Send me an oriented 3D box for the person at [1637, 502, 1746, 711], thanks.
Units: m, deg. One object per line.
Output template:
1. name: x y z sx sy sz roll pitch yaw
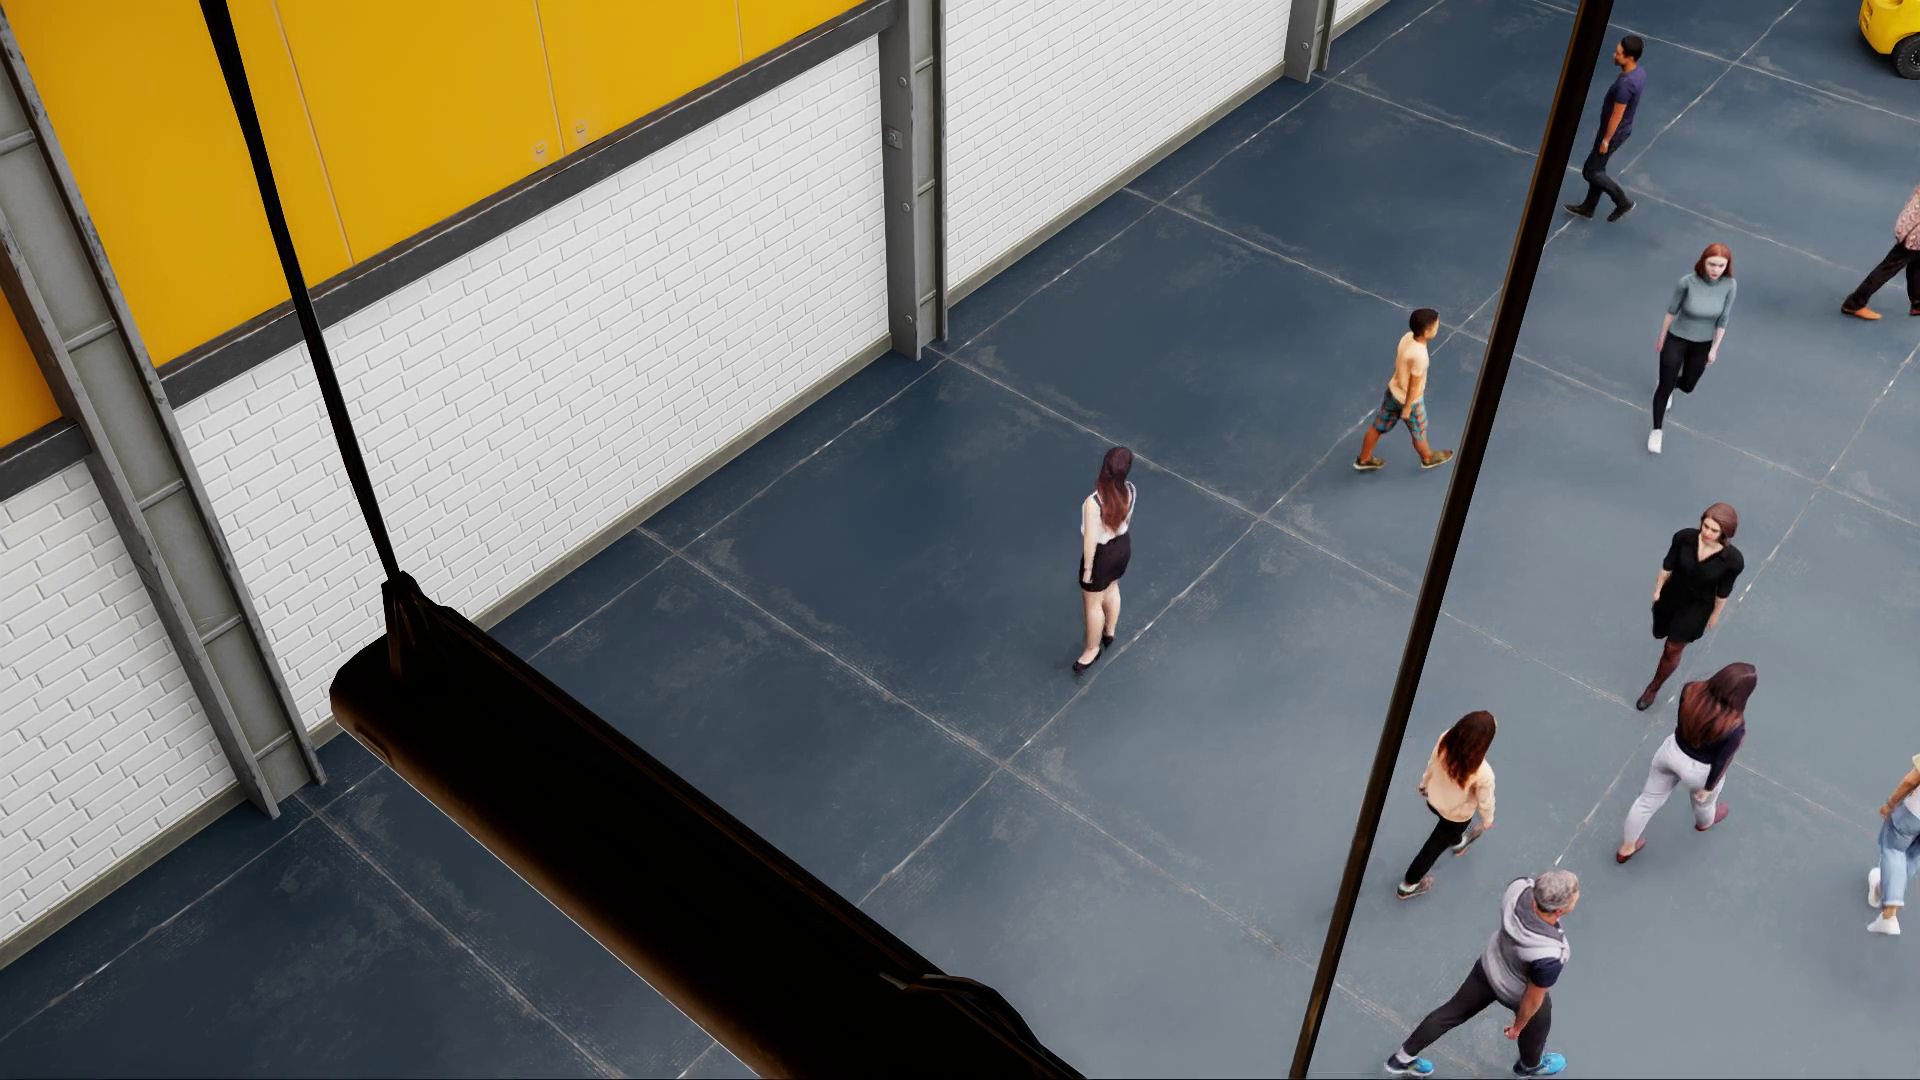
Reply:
1. person: 4.573 0.352 10.387 0.611 1.681 0.898 32 52 29

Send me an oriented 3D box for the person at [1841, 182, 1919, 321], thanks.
1. person: 7.590 -2.507 13.323 0.975 1.770 1.102 16 46 16

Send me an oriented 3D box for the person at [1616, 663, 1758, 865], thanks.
1. person: 4.099 1.309 9.466 1.084 1.566 0.792 -25 49 -24

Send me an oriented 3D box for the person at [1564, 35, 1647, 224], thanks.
1. person: 5.713 -3.486 14.351 0.826 1.771 0.828 20 47 20

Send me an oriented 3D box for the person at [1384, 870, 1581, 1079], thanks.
1. person: 2.658 2.230 8.341 1.297 1.784 1.159 -8 44 -8

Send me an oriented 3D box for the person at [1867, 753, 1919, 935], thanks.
1. person: 5.306 1.576 9.083 0.830 1.709 0.977 12 45 12

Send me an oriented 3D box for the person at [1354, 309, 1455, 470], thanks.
1. person: 3.148 -1.042 12.032 1.013 1.430 0.906 -7 44 -8

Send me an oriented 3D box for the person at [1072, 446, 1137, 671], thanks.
1. person: 0.916 0.152 10.638 0.779 1.625 0.520 28 50 26

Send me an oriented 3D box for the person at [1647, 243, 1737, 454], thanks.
1. person: 5.361 -1.476 12.268 0.812 1.734 0.968 9 44 10

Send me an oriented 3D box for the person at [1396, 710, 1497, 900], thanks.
1. person: 2.702 1.510 9.338 1.000 1.452 0.813 -19 47 -19
